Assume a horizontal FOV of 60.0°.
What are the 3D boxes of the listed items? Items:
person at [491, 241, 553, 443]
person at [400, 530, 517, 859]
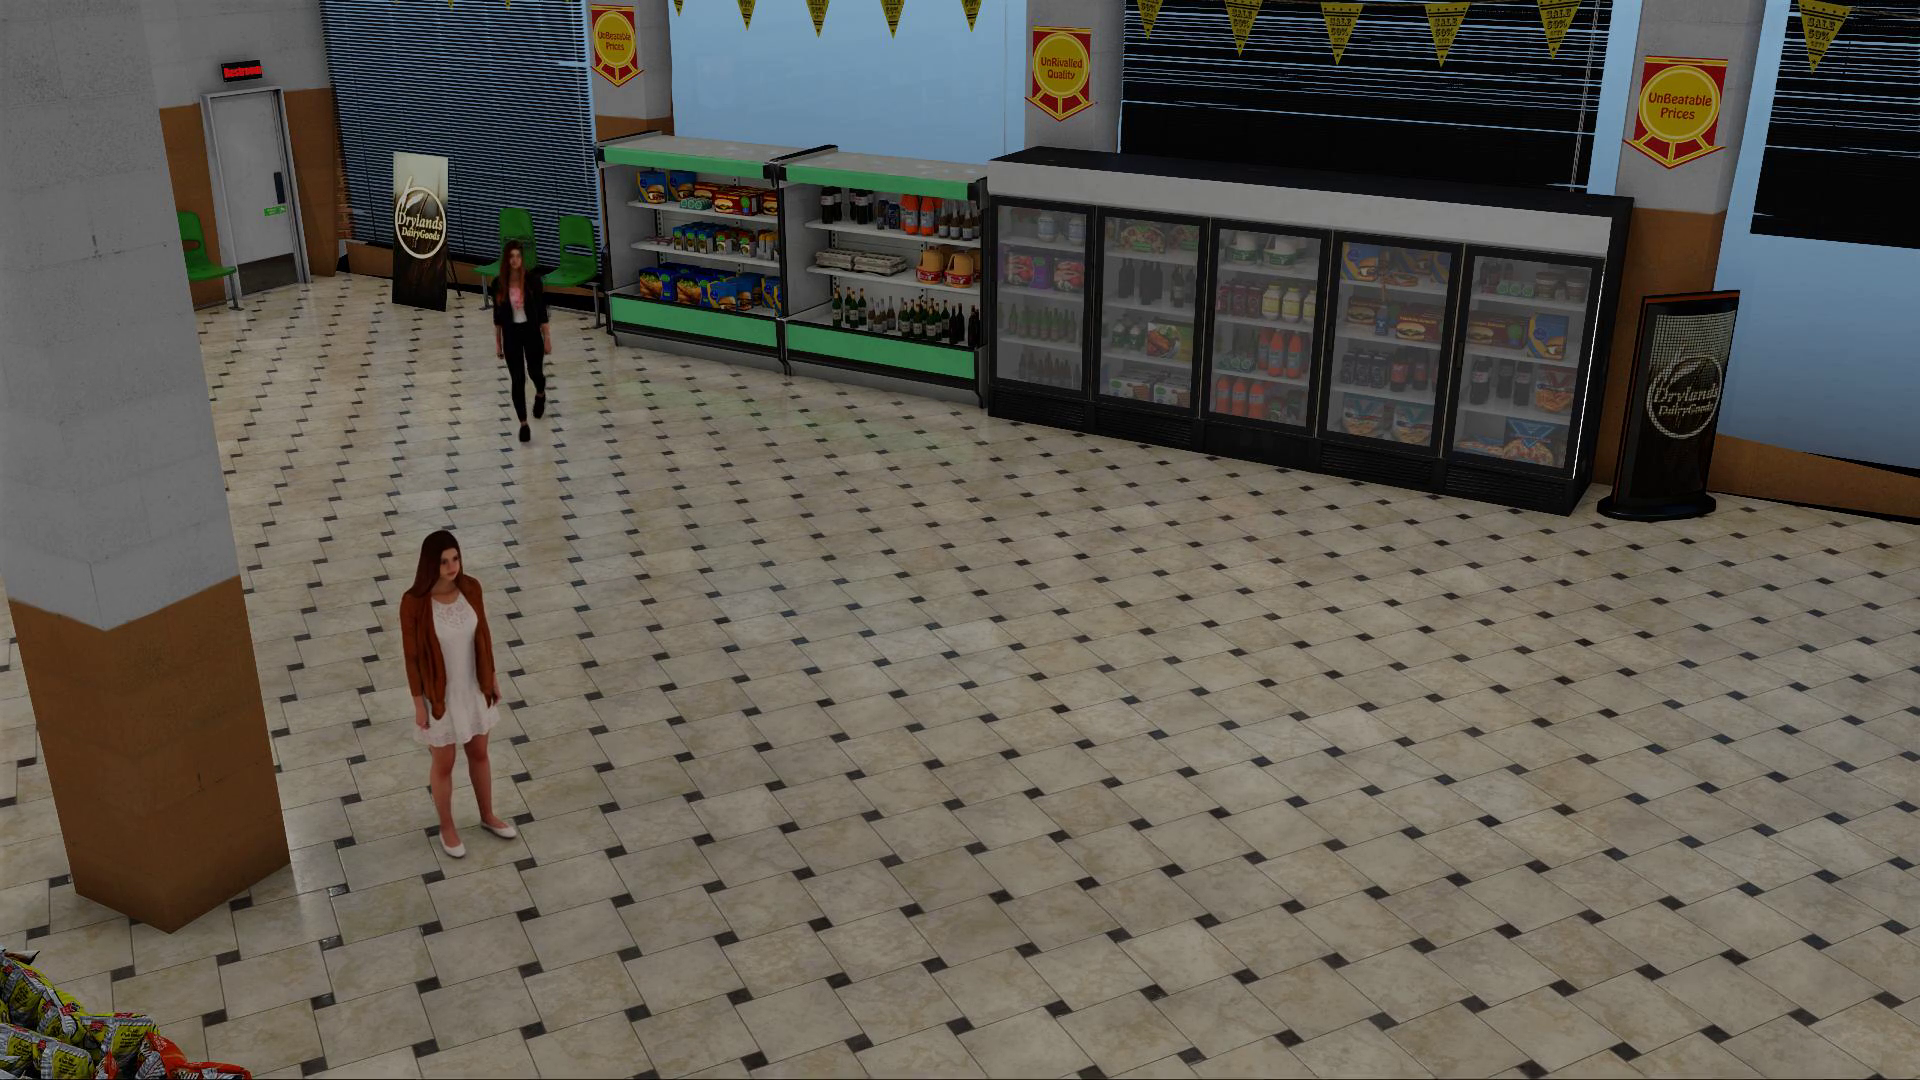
[{"bbox_3d":[-3.779,-1.755,14.432,1.123,1.676,1.141,-5,22,-11],"label":"person"},{"bbox_3d":[-2.506,0.732,8.188,0.666,1.716,0.641,-20,30,-41],"label":"person"}]
